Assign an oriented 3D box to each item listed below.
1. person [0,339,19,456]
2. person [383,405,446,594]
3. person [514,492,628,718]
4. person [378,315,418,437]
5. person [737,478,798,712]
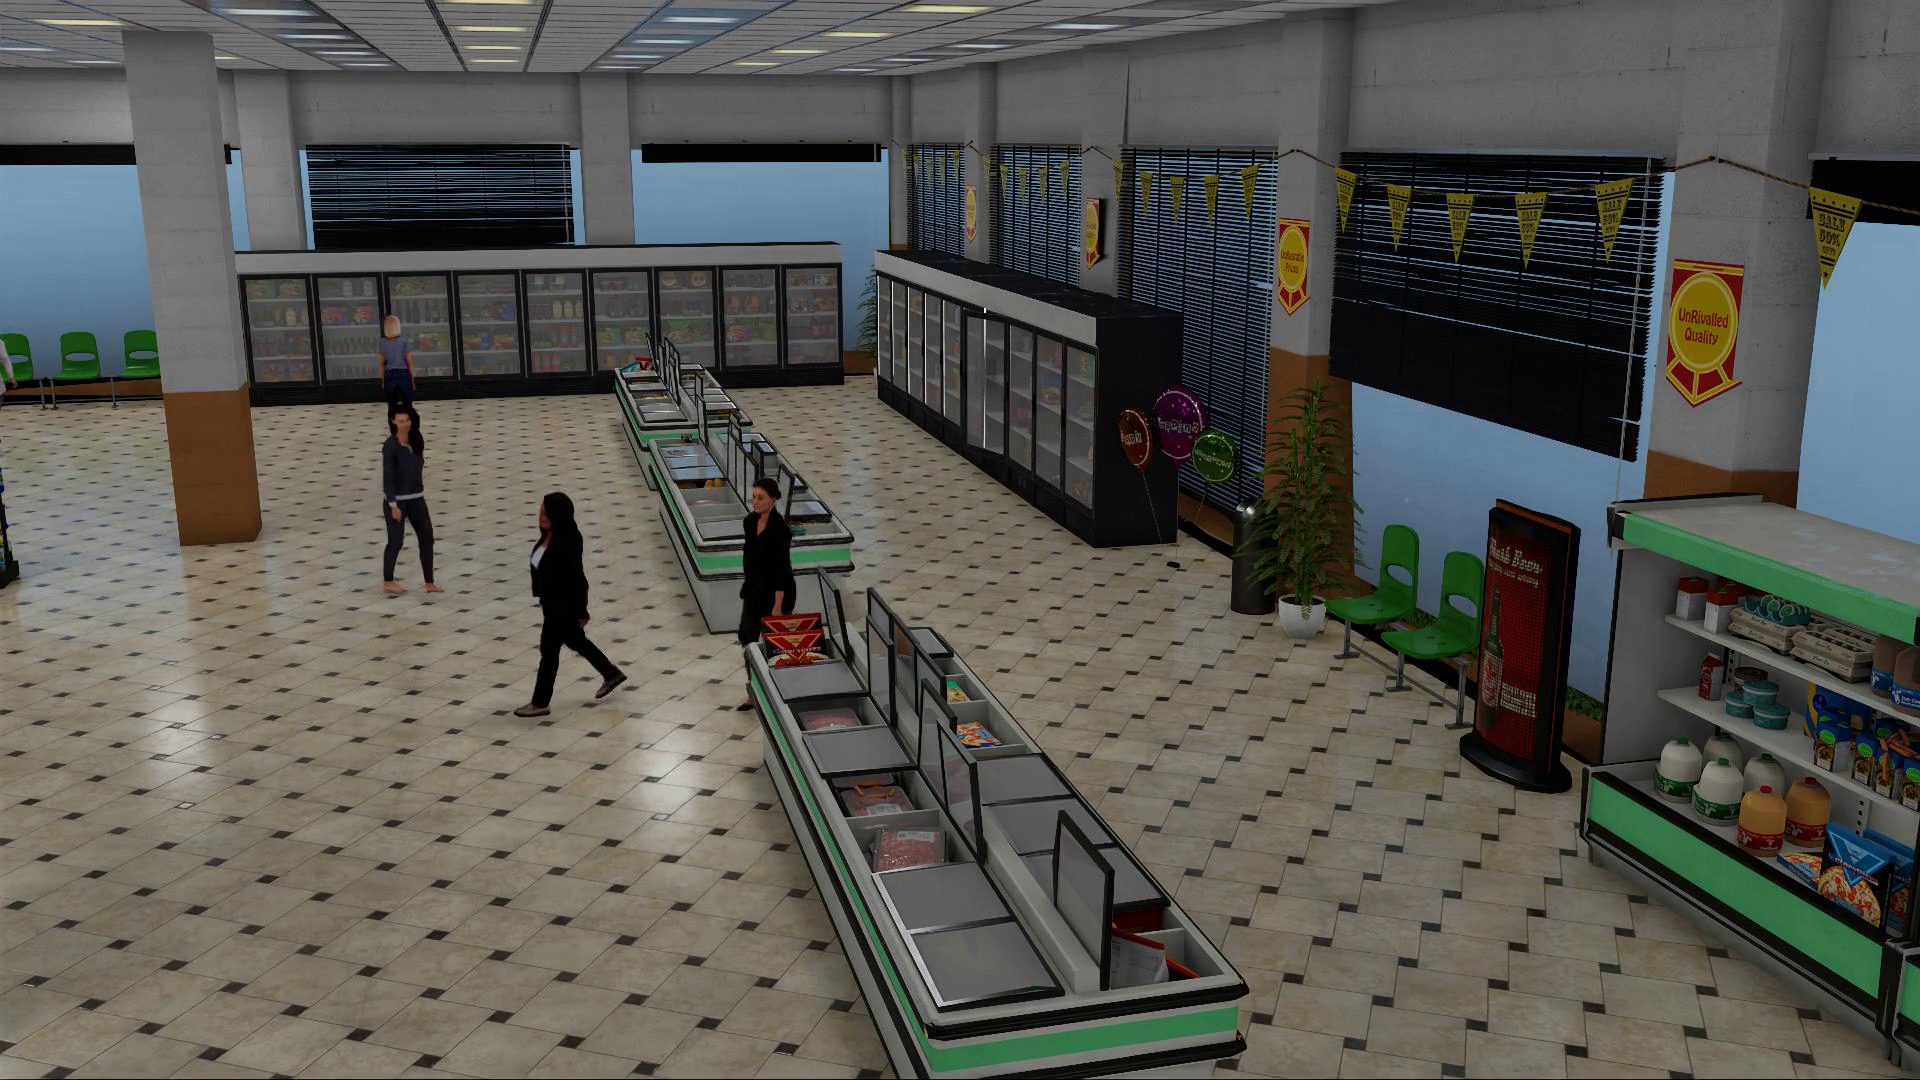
[{"bbox_3d":[-12.529,-1.999,21.415,1.245,1.799,1.130,10,17,35],"label":"person"},{"bbox_3d":[-4.986,-0.350,14.765,1.026,1.729,0.954,6,15,25],"label":"person"},{"bbox_3d":[-2.729,0.451,11.781,0.967,1.579,1.140,-10,17,-35],"label":"person"},{"bbox_3d":[-7.483,-2.132,22.130,0.610,1.721,0.548,-2,14,-7],"label":"person"},{"bbox_3d":[-1.289,0.380,11.798,0.762,1.708,0.851,12,18,41],"label":"person"}]
